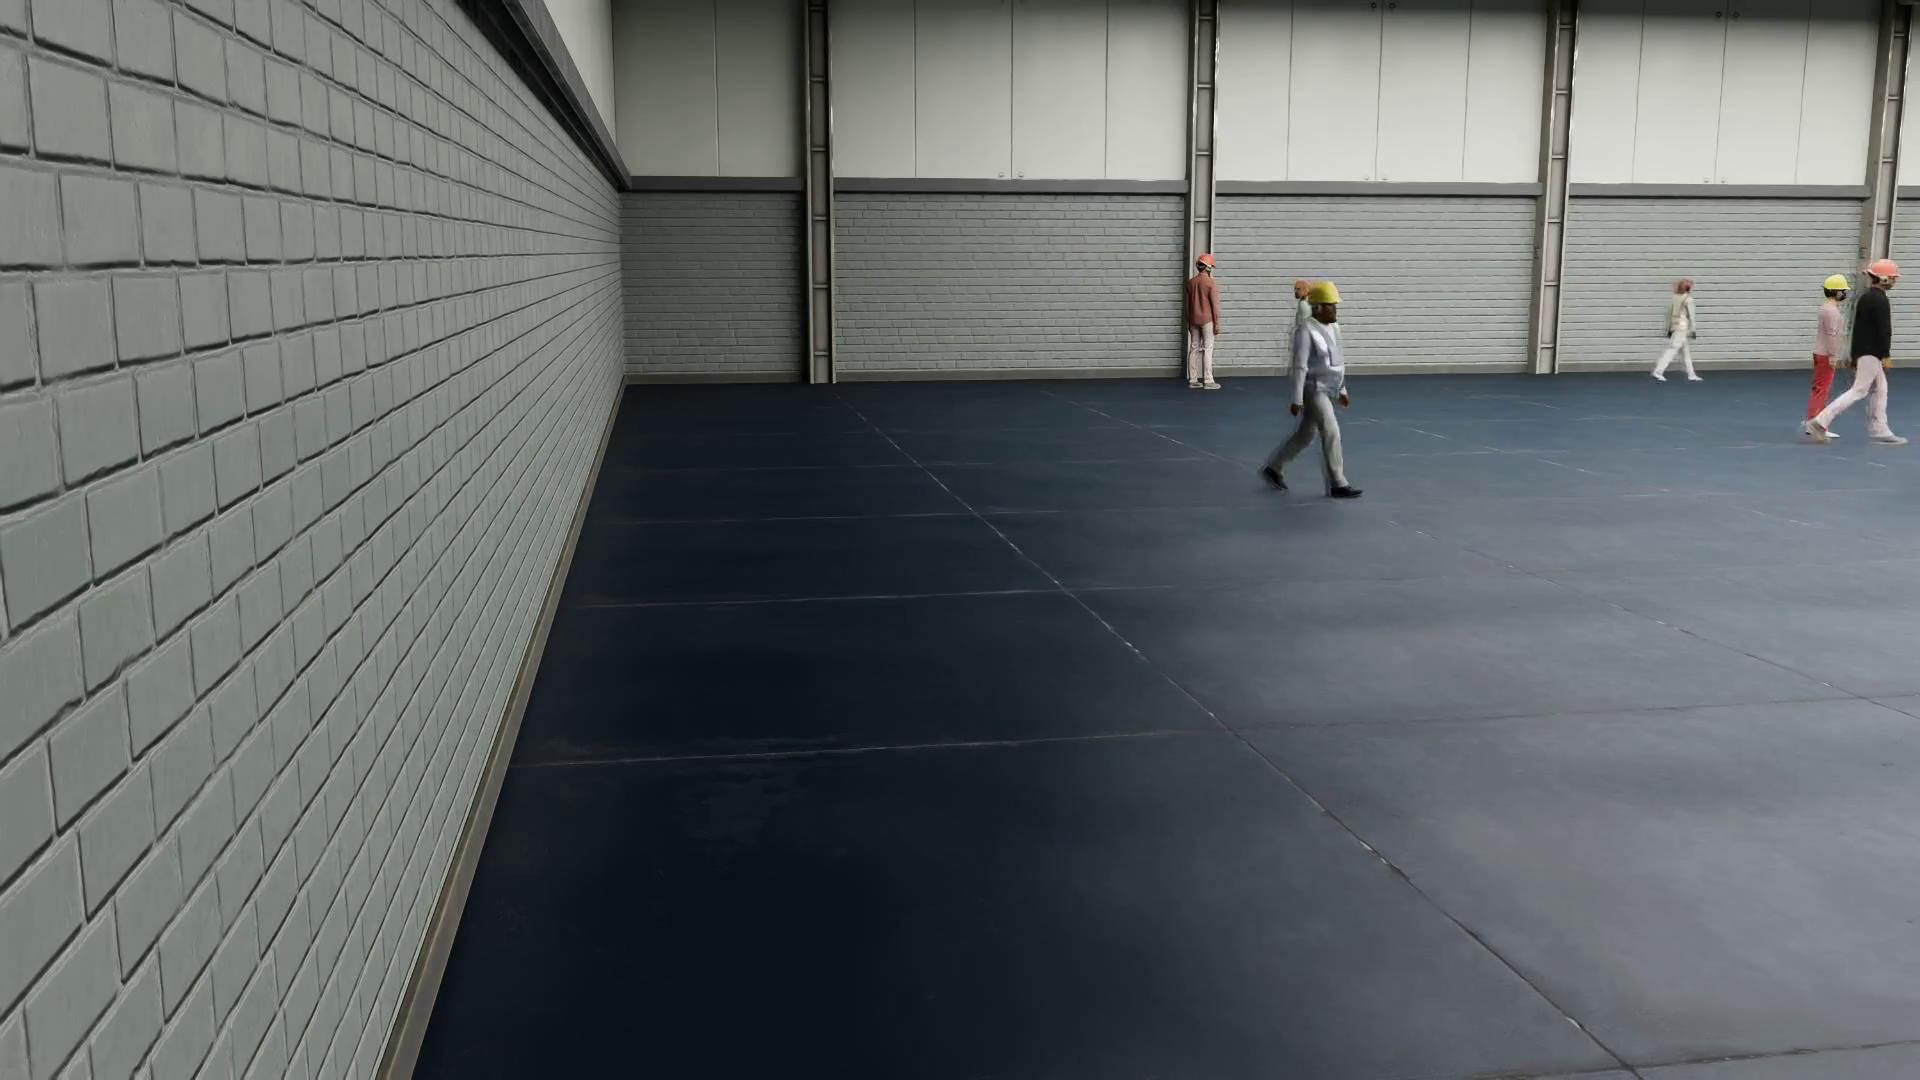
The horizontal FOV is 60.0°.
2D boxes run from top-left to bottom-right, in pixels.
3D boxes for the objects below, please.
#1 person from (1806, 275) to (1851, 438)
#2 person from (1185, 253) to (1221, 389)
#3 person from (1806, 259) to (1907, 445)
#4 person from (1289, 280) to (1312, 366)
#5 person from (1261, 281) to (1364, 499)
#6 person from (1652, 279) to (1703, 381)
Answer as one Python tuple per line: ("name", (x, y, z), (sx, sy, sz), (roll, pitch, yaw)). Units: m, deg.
("person", (9.497, -2.005, 18.181), (0.312, 1.768, 0.522), (3, 10, 17))
("person", (3.589, -3.218, 24.513), (0.383, 1.992, 0.609), (-9, 13, -41))
("person", (9.431, -1.955, 17.387), (0.963, 1.960, 0.641), (2, 10, 12))
("person", (4.765, -2.801, 23.190), (0.344, 1.624, 0.515), (3, 10, 15))
("person", (2.925, -1.256, 13.818), (0.928, 1.792, 0.581), (6, 12, 33))
("person", (11.242, -3.269, 25.978), (0.879, 1.602, 0.522), (-1, 10, -4))
